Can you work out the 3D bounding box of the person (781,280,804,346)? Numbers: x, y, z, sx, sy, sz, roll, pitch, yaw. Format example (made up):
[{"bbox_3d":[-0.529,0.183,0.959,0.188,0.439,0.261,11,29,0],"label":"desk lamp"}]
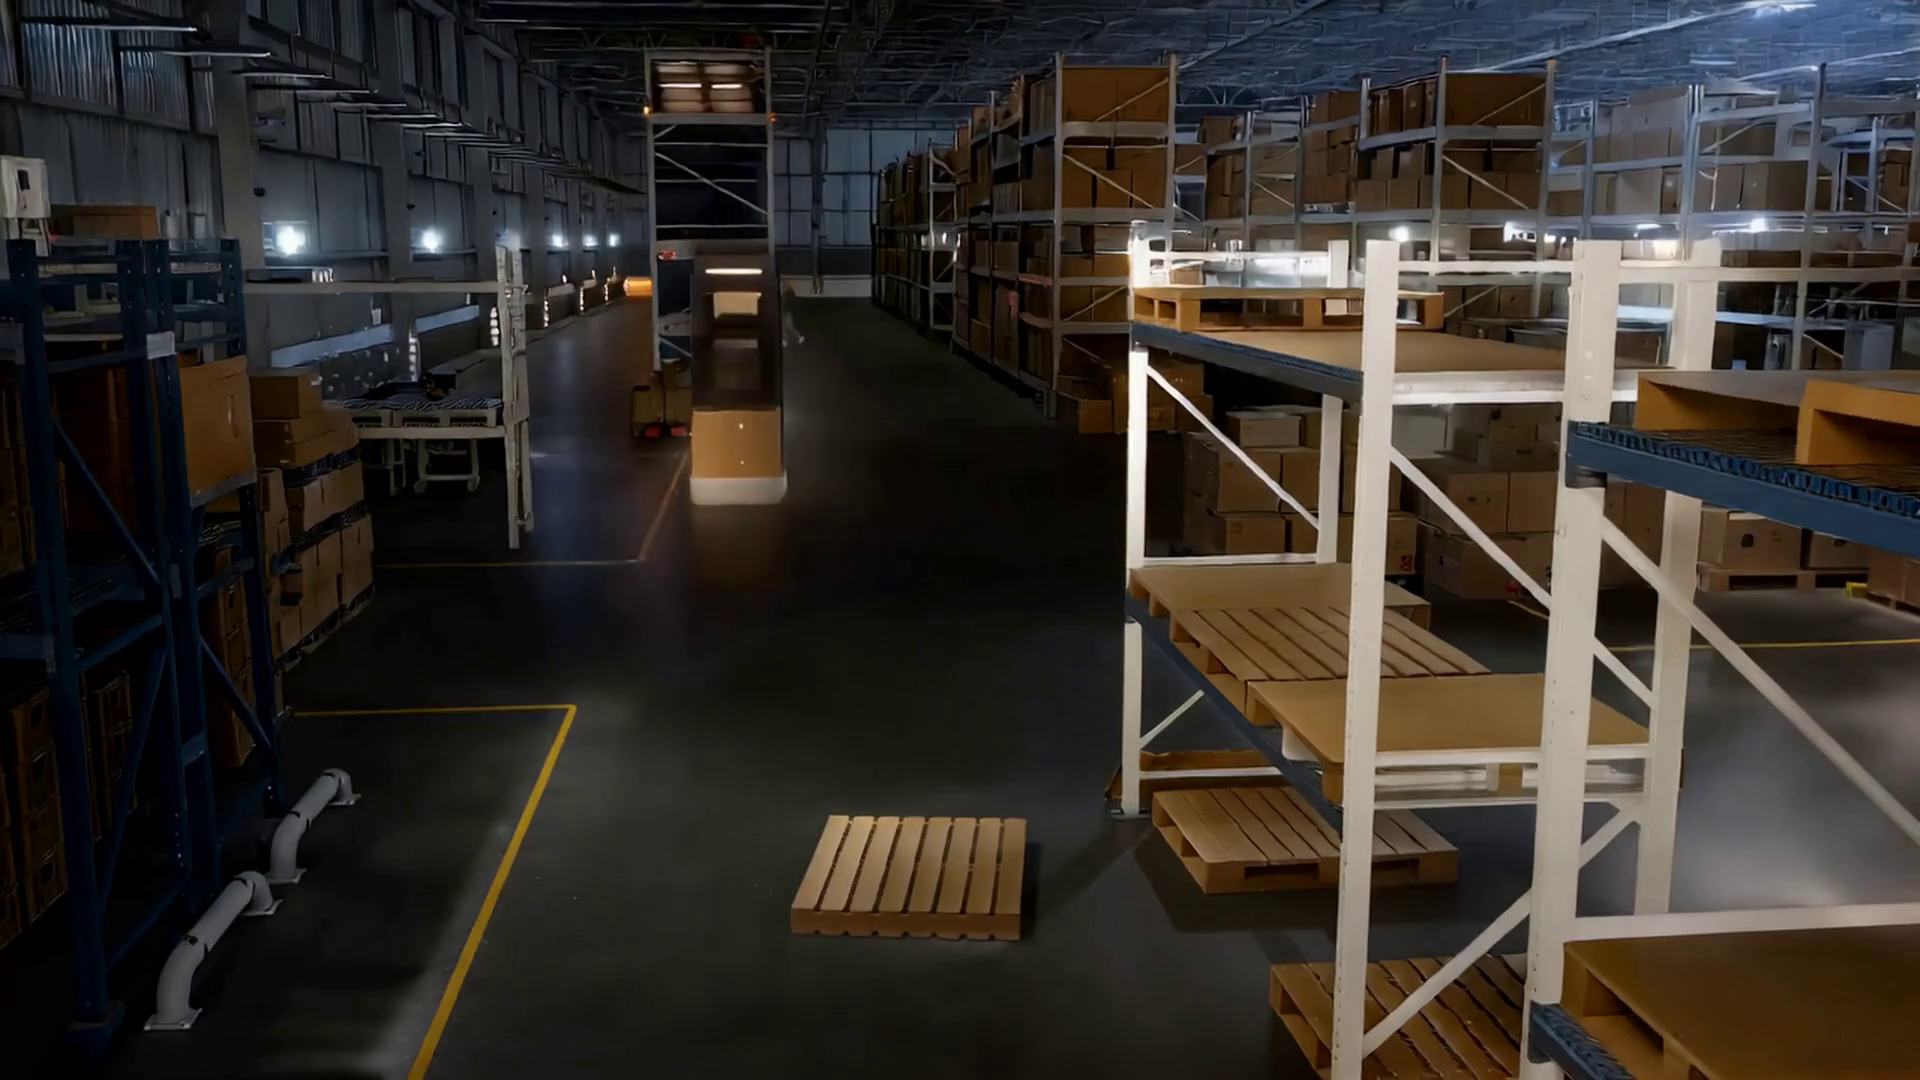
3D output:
[{"bbox_3d":[-4.866,-6.479,47.589,0.662,1.888,0.650,3,11,15],"label":"person"}]

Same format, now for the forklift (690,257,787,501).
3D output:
[{"bbox_3d":[-2.650,-1.955,19.765,1.129,2.768,1.873,-1,10,-6],"label":"forklift"}]

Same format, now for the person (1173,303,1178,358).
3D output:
[{"bbox_3d":[5.603,-5.639,43.206,0.634,1.796,0.957,-1,10,-6],"label":"person"}]

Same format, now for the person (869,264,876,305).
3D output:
[{"bbox_3d":[-4.042,-12.028,78.311,0.486,1.890,0.655,-1,10,-7],"label":"person"}]

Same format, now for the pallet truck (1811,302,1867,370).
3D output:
[{"bbox_3d":[15.846,-3.142,28.793,1.885,1.965,0.823,2,10,12],"label":"pallet truck"}]
